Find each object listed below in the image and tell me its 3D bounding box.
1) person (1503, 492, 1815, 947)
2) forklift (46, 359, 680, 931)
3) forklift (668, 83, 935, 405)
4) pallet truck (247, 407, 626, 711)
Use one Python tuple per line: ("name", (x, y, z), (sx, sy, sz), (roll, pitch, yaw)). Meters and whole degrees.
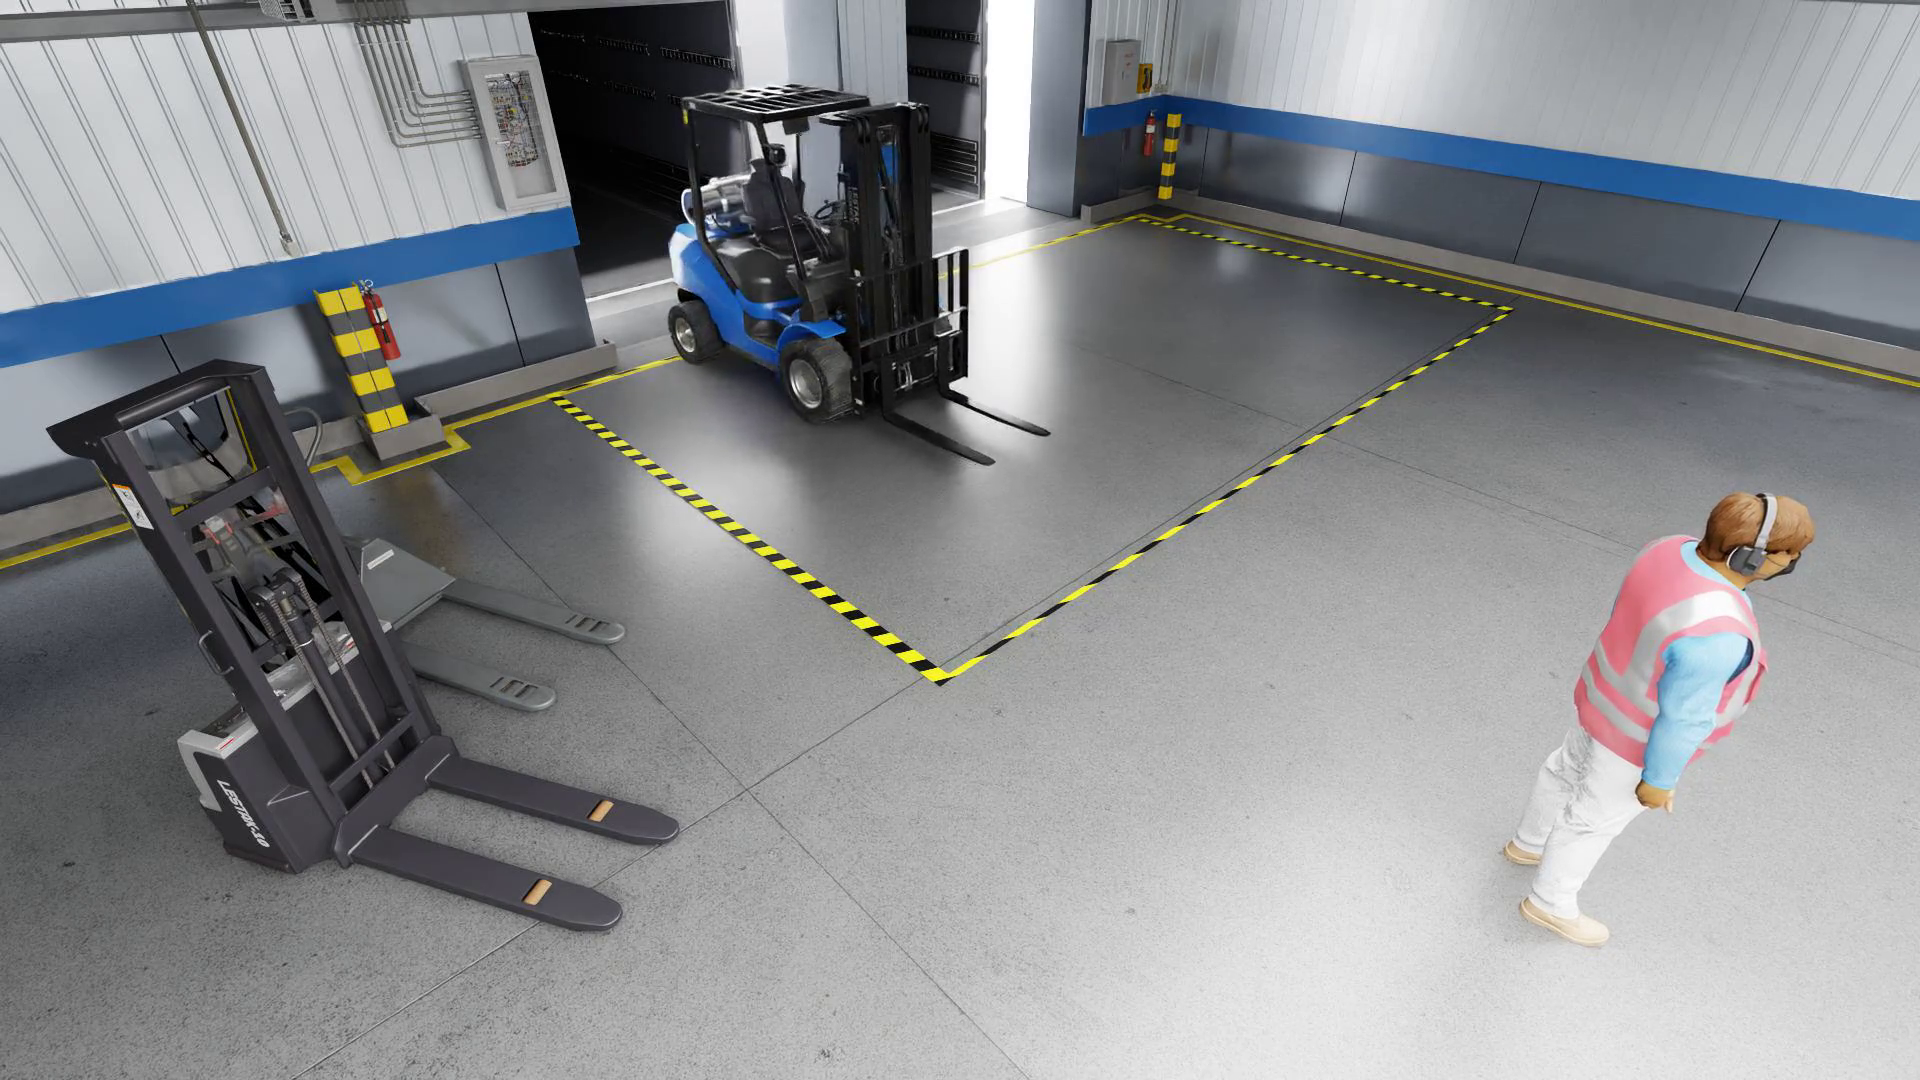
("person", (2.356, 0.637, 3.175), (0.431, 1.843, 0.623), (12, 36, 16))
("forklift", (-2.135, 0.422, 3.354), (1.885, 1.965, 0.823), (10, 35, 14))
("forklift", (-1.274, -2.421, 7.215), (2.680, 2.036, 1.157), (29, 44, 35))
("pallet truck", (-2.628, 0.038, 4.590), (1.601, 1.201, 0.680), (12, 36, 18))
